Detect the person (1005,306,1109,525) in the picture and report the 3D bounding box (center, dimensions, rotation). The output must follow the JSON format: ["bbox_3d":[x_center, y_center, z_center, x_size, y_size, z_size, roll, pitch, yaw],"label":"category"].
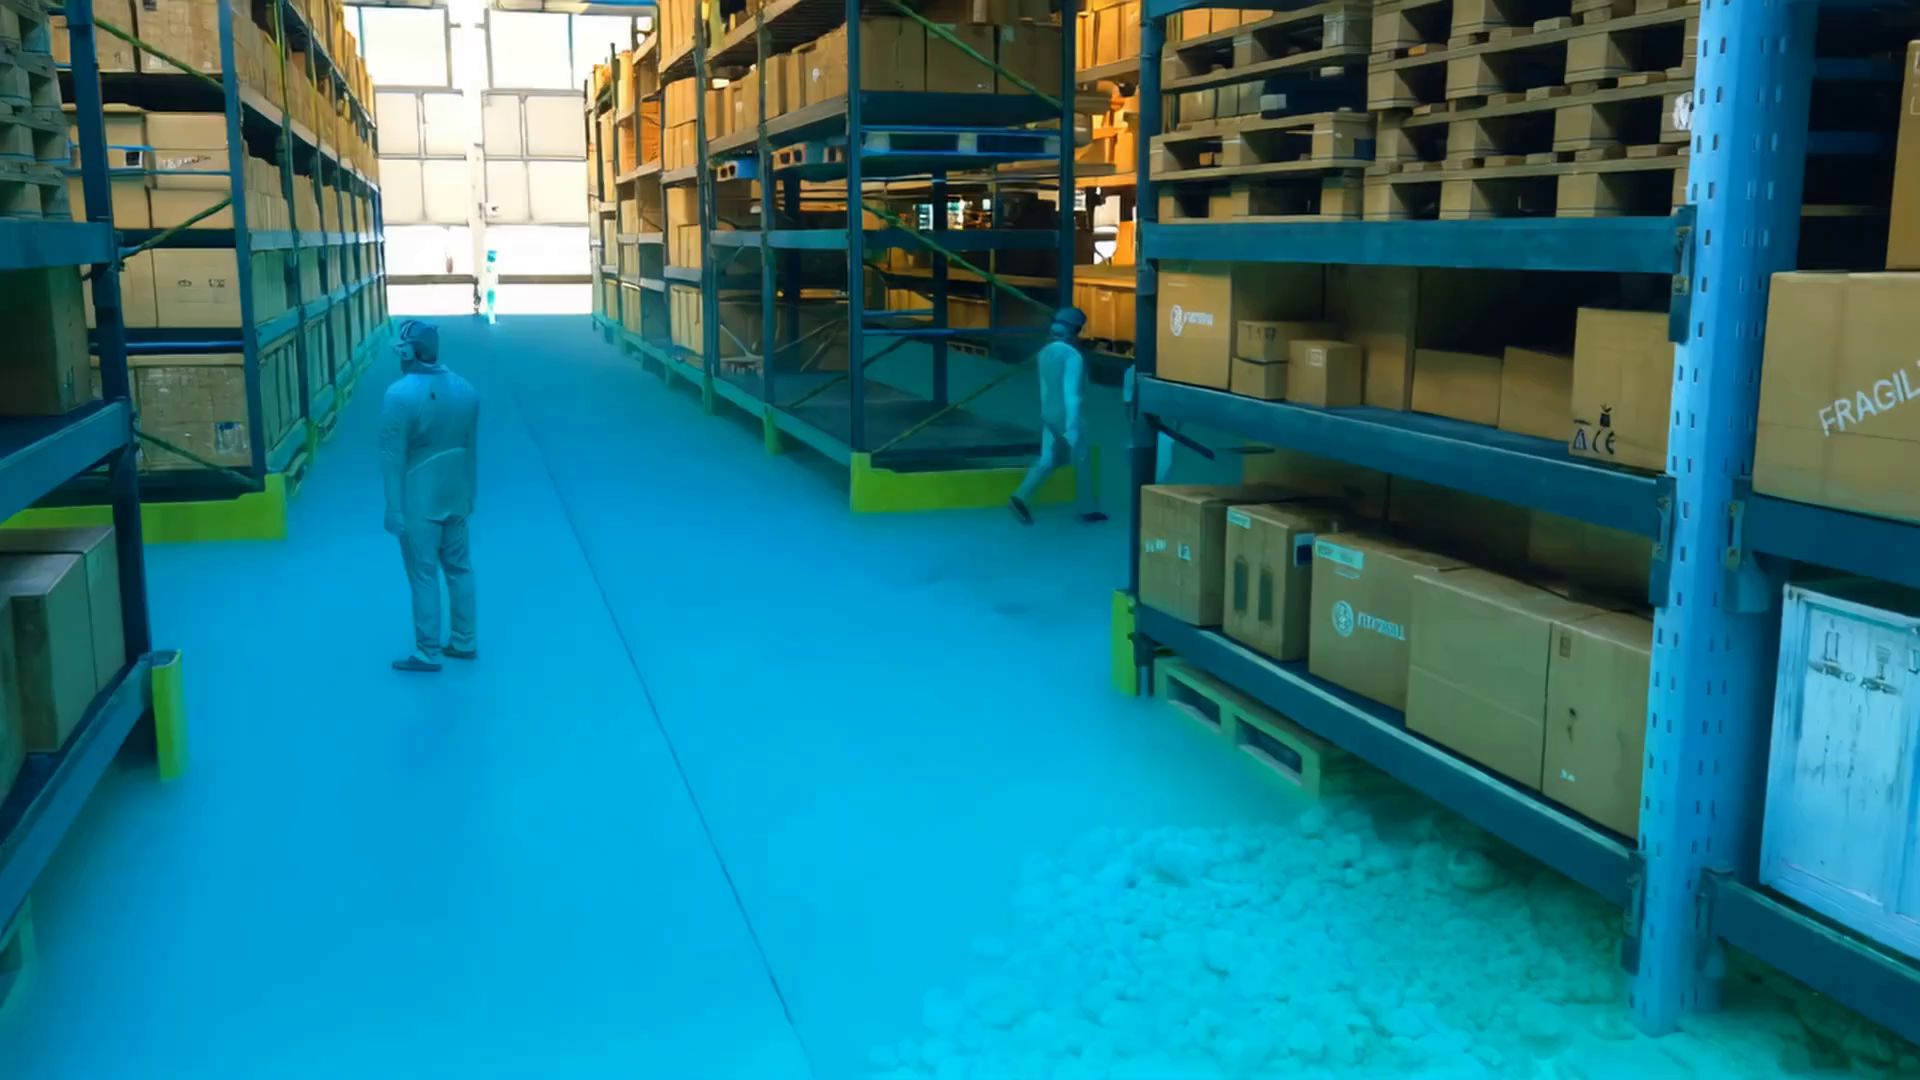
[{"bbox_3d":[0.779,-1.001,13.573,0.826,1.799,0.606,-5,12,-26],"label":"person"}]

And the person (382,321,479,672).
[{"bbox_3d":[-2.901,-0.238,9.074,0.400,1.901,0.642,5,11,23],"label":"person"}]

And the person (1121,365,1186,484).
[{"bbox_3d":[1.551,-0.877,13.345,0.532,1.612,0.393,2,11,12],"label":"person"}]

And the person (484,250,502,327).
[{"bbox_3d":[-12.217,-6.557,43.447,0.377,1.995,0.608,-4,11,-19],"label":"person"}]
